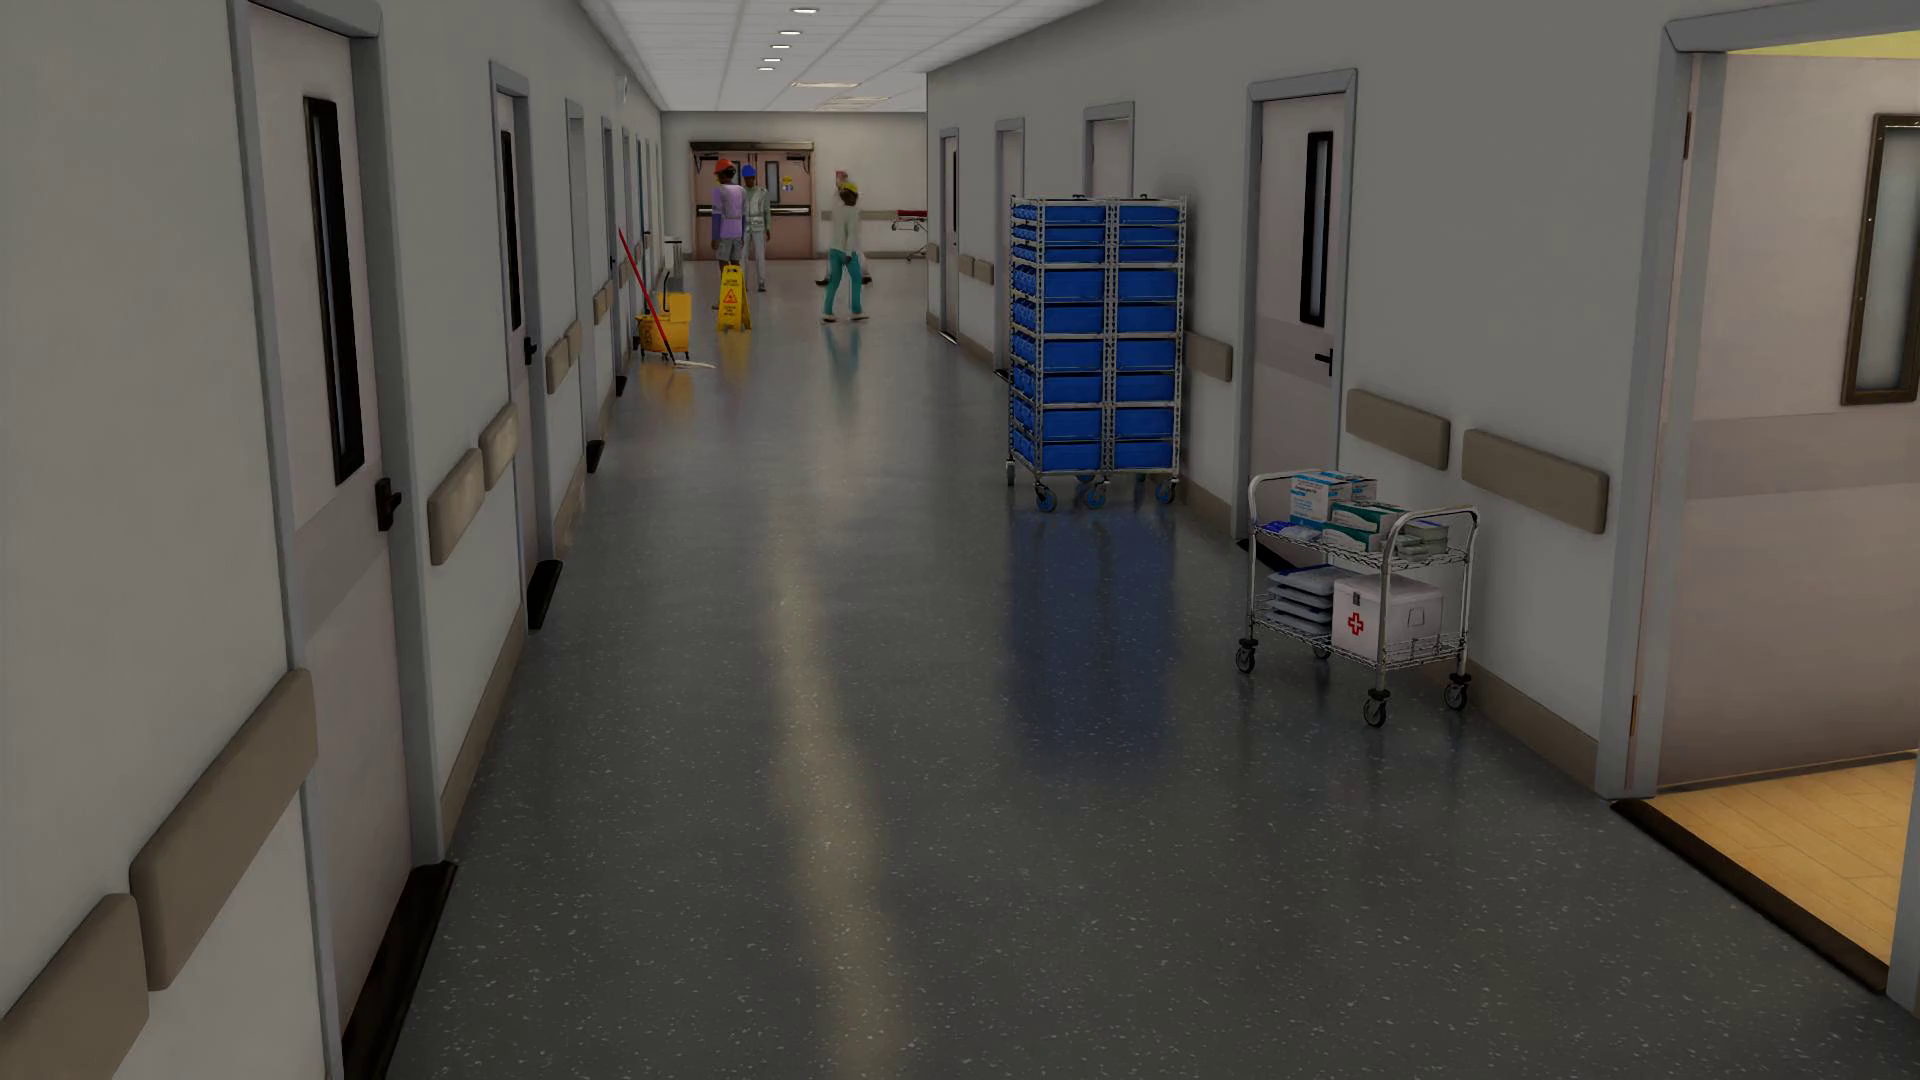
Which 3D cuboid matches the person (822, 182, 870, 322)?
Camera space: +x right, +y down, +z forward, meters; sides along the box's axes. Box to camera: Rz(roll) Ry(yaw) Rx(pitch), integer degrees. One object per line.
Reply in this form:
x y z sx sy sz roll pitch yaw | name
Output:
-1.428 -3.588 20.782 0.758 1.722 0.541 -11 17 -40 | person

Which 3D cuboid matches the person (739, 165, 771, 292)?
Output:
-3.235 -4.820 25.761 0.615 1.945 0.404 0 13 1 | person

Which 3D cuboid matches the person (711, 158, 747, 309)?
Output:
-3.165 -4.150 22.609 0.411 2.033 0.613 9 15 35 | person

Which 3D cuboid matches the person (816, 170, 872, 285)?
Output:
-1.883 -5.105 27.232 0.993 1.863 0.637 -12 17 -43 | person
